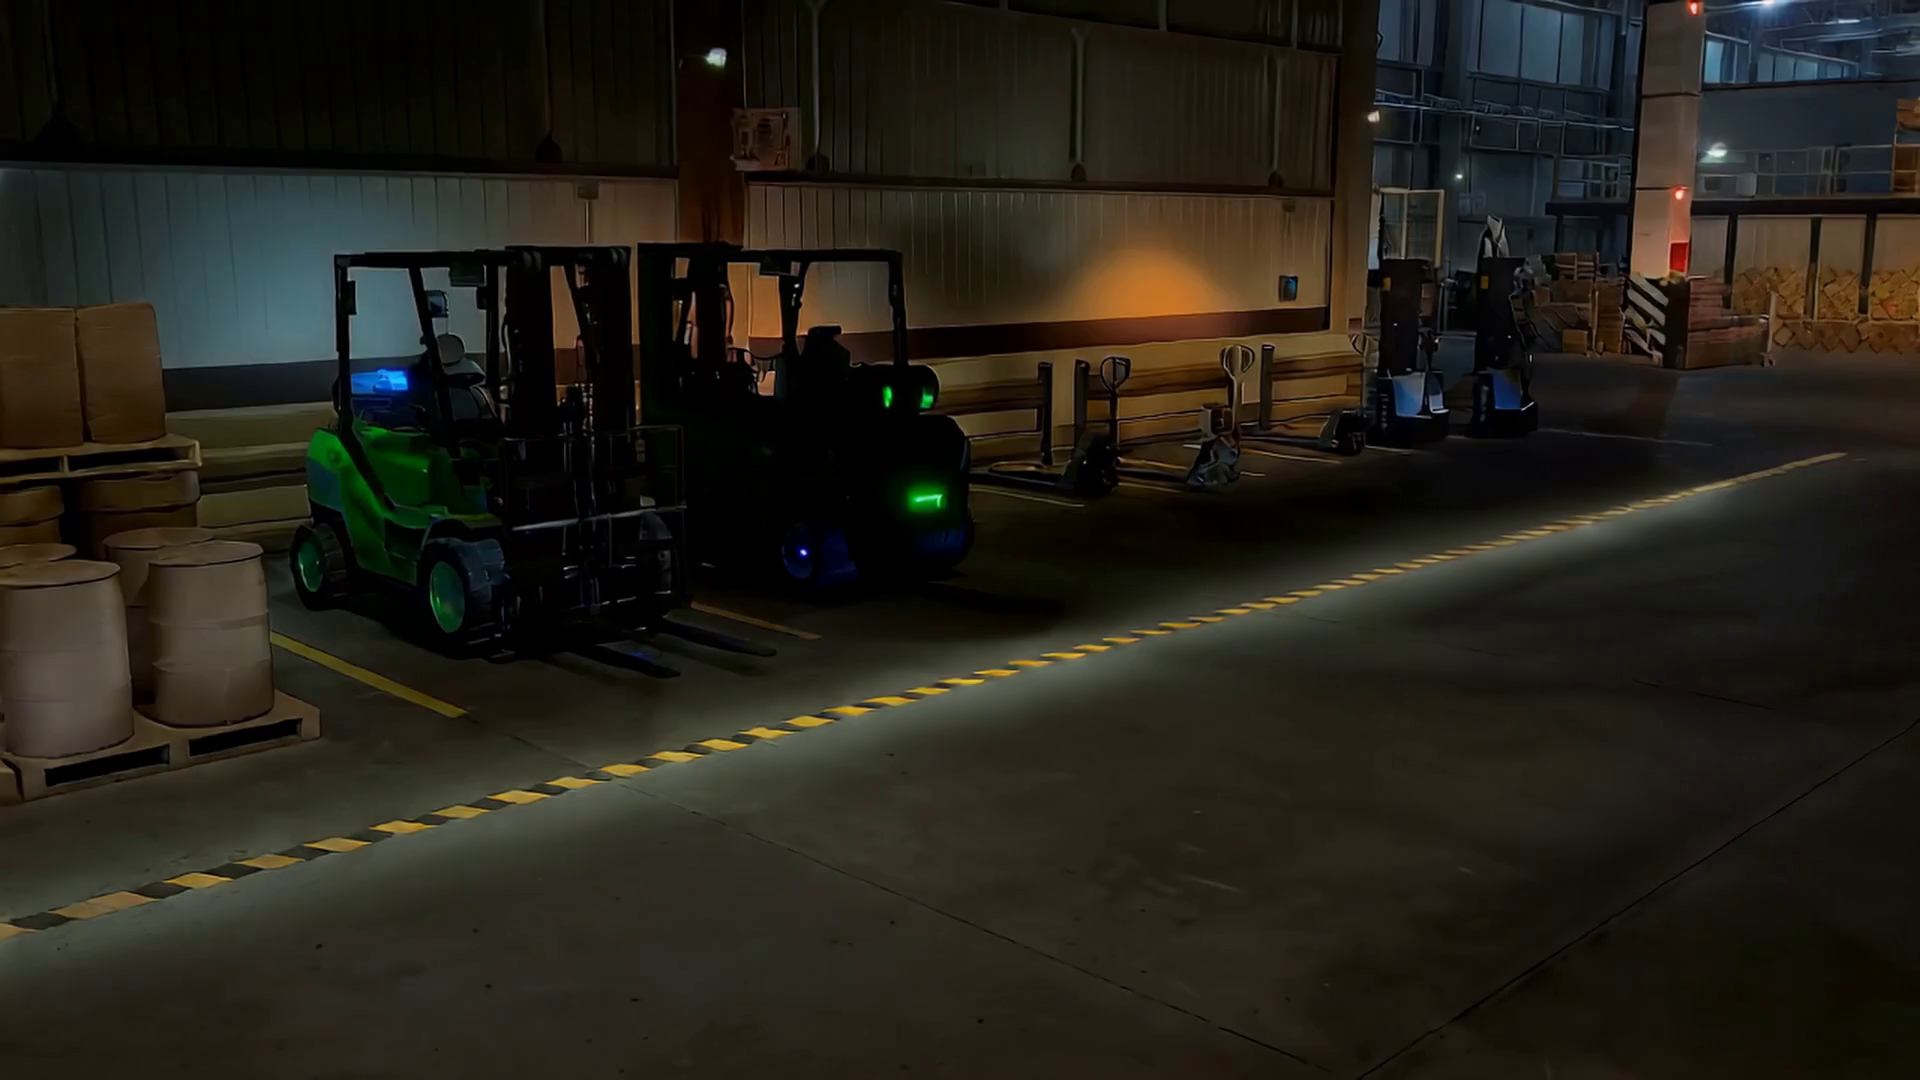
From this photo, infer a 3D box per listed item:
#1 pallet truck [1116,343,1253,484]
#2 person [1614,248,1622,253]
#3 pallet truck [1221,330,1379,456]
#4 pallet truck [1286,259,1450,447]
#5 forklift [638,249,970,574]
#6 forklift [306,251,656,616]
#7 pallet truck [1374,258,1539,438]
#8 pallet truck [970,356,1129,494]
[{"bbox_3d":[1.962,-1.215,15.415,1.522,1.261,0.704,10,14,43],"label":"pallet truck"},{"bbox_3d":[18.068,-7.079,45.776,0.577,1.883,0.353,-10,14,-43],"label":"person"},{"bbox_3d":[3.563,-1.581,17.381,0.653,1.274,1.630,-10,14,-44],"label":"pallet truck"},{"bbox_3d":[4.493,-2.078,18.196,0.823,1.965,1.885,-9,14,-40],"label":"pallet truck"},{"bbox_3d":[-1.173,-0.958,11.239,2.680,1.987,1.157,10,14,43],"label":"forklift"},{"bbox_3d":[-2.833,-0.669,9.694,1.157,1.987,2.680,-10,14,-44],"label":"forklift"},{"bbox_3d":[5.704,-2.208,18.901,1.885,1.965,0.823,10,14,43],"label":"pallet truck"},{"bbox_3d":[0.784,-1.085,14.876,0.680,1.201,1.601,-10,14,-44],"label":"pallet truck"}]
